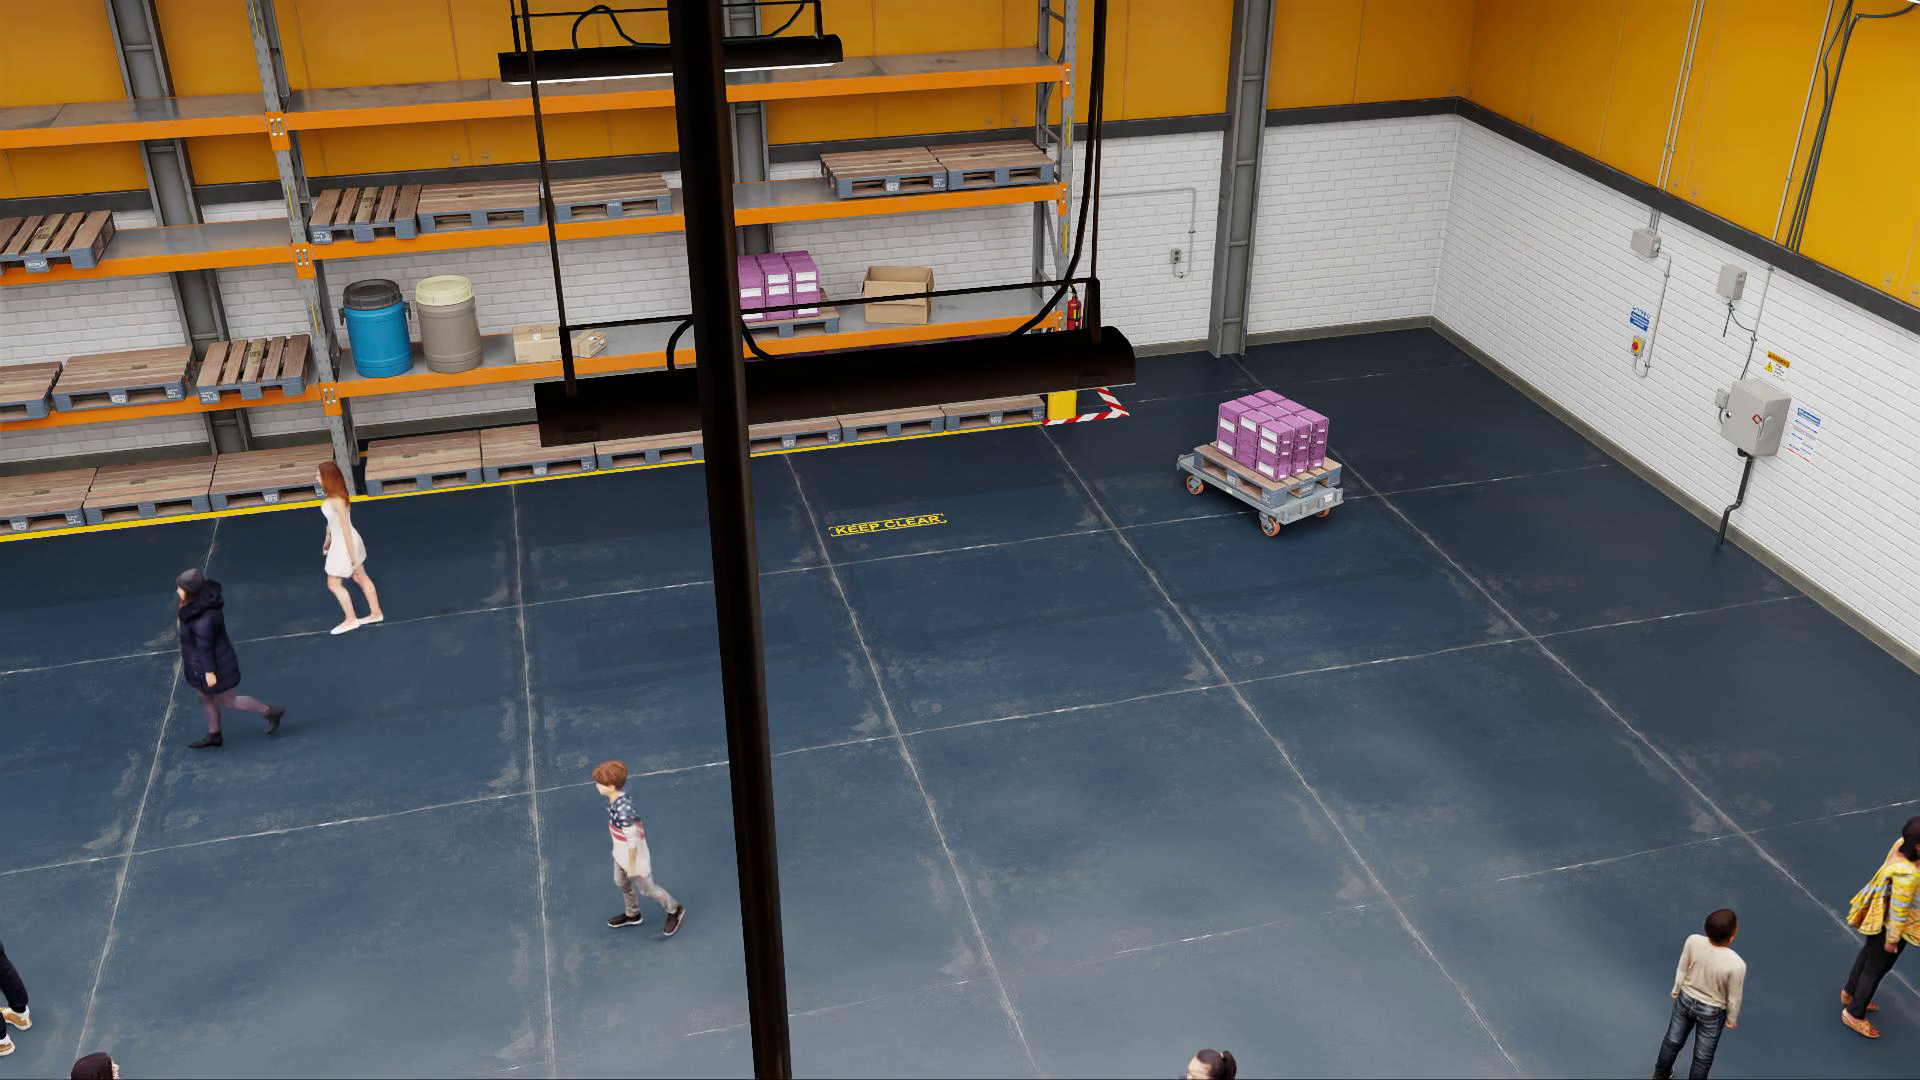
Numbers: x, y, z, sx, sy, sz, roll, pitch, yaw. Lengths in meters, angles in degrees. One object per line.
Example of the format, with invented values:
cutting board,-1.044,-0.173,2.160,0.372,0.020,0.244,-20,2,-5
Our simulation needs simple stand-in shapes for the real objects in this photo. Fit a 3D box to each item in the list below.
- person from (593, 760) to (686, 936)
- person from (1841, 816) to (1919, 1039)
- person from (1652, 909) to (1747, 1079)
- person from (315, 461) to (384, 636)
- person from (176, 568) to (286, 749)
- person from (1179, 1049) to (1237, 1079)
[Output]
person,-2.245,2.140,11.585,0.802,1.420,0.642,-15,32,-26
person,6.005,2.462,10.749,0.943,1.655,0.885,14,32,24
person,4.554,2.857,10.223,0.644,1.464,0.634,-24,37,-37
person,-5.498,0.036,15.154,0.703,1.695,0.586,-10,30,-17
person,-5.980,0.972,13.481,1.057,1.654,0.782,-13,31,-22
person,1.287,3.396,9.041,0.631,1.651,0.656,-18,33,-29
